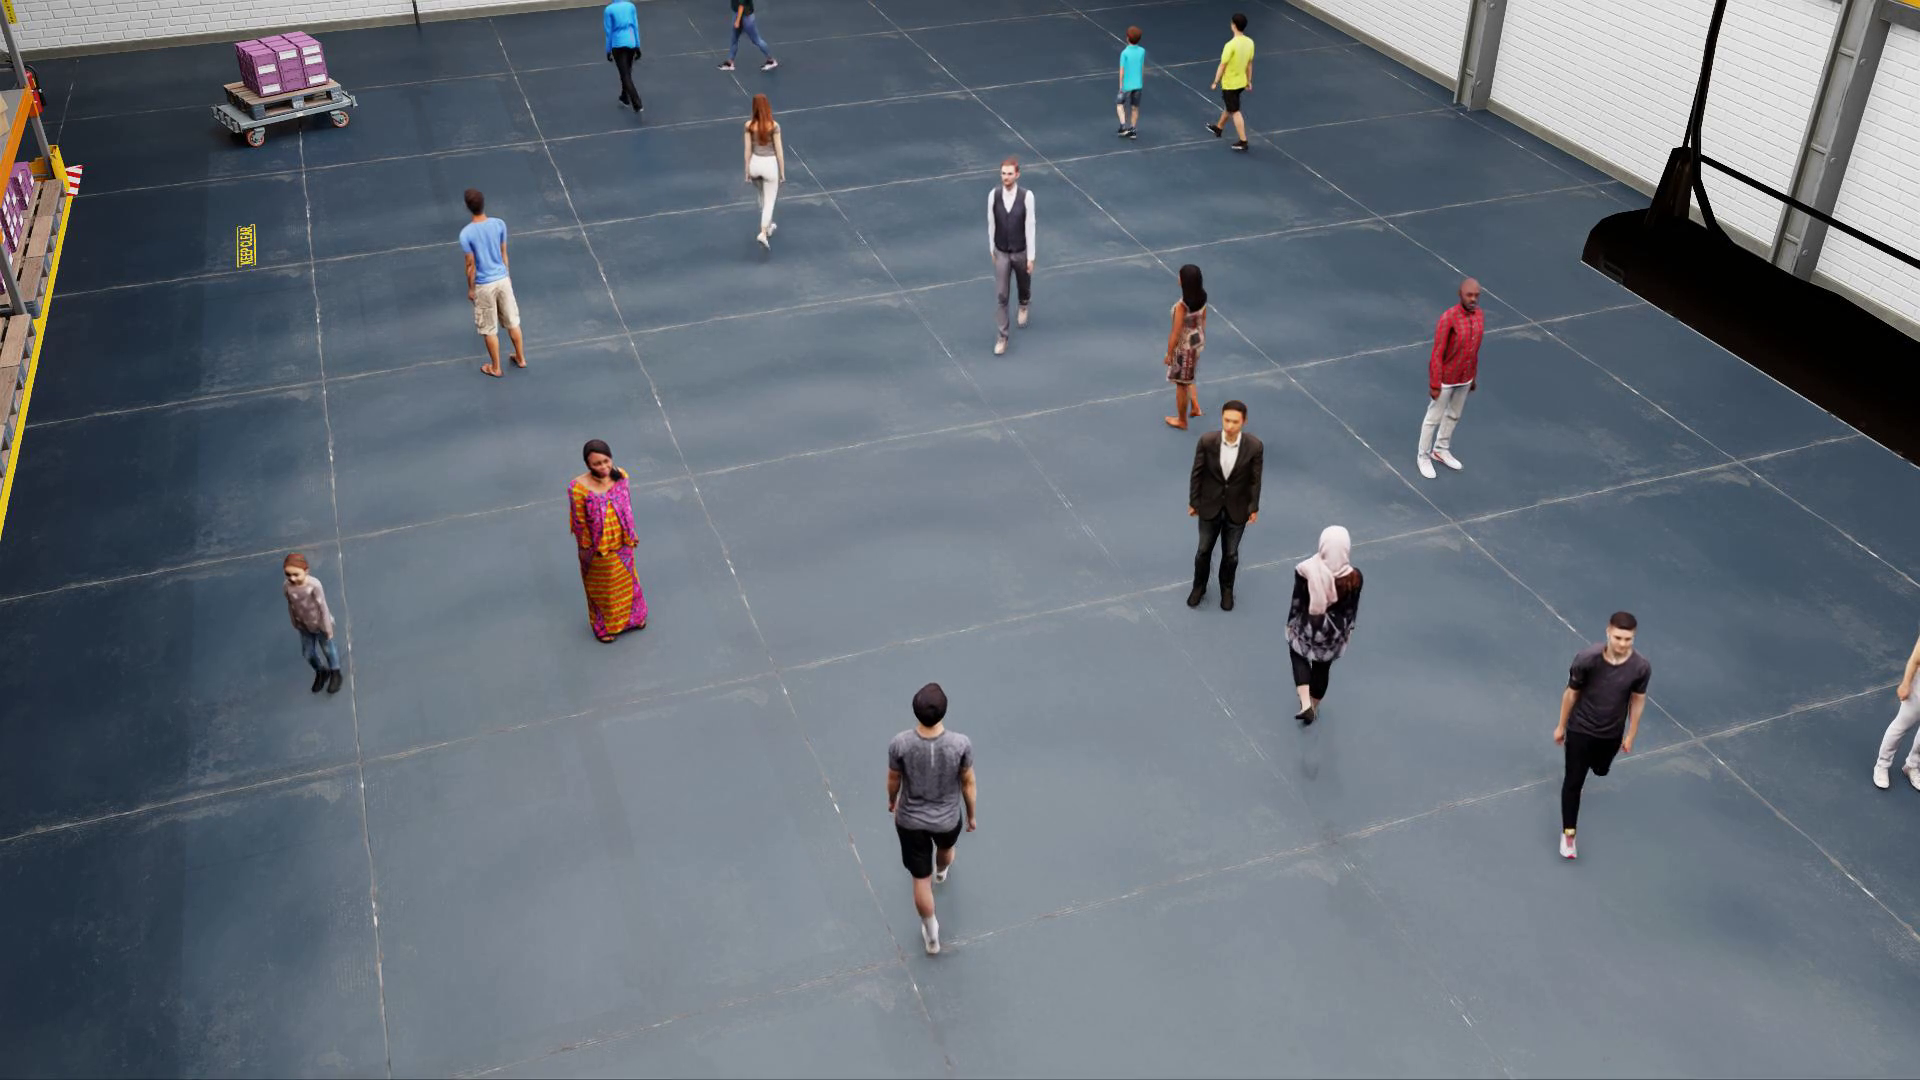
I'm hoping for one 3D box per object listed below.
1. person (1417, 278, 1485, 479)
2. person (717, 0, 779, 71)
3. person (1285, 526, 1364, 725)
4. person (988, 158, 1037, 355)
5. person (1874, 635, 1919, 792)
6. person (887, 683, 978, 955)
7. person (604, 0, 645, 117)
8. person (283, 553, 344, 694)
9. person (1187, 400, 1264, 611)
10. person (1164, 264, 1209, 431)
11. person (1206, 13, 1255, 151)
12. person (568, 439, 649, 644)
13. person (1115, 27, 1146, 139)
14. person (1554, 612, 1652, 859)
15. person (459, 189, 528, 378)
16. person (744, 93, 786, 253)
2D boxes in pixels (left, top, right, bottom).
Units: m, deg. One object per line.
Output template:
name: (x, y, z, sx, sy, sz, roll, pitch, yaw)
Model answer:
person: (4.284, -1.448, 14.502, 0.681, 1.817, 0.611, -15, 36, -21)
person: (-2.992, -7.470, 23.781, 0.728, 1.575, 1.058, -7, 34, -10)
person: (2.503, 0.655, 11.512, 0.770, 1.626, 0.835, 1, 34, 2)
person: (0.556, -2.899, 16.603, 1.079, 1.908, 1.265, 7, 34, 11)
person: (6.486, 0.945, 11.035, 0.684, 1.671, 0.684, 4, 34, 6)
person: (-0.176, 1.685, 9.766, 0.875, 1.843, 1.150, -2, 34, -3)
person: (-4.459, -6.543, 22.217, 0.832, 1.763, 1.212, -22, 39, -29)
person: (-4.658, 0.563, 12.048, 0.543, 1.185, 0.553, 2, 34, 3)
person: (2.027, -0.281, 12.760, 0.757, 1.803, 0.746, 7, 34, 10)
person: (2.123, -1.718, 15.070, 0.861, 1.638, 0.806, 25, 41, 32)
person: (3.547, -5.797, 21.184, 0.885, 1.664, 1.181, -25, 41, -33)
person: (-2.641, -0.028, 12.485, 0.732, 1.686, 0.755, -24, 40, -31)
person: (2.252, -5.905, 21.551, 0.514, 1.437, 0.492, -11, 35, -17)
person: (4.073, 1.152, 10.660, 0.992, 1.740, 1.187, 6, 34, 9)
person: (-4.510, -2.479, 16.011, 0.733, 1.864, 0.709, -27, 42, -35)
person: (-2.208, -4.069, 18.567, 0.970, 1.684, 1.220, 5, 34, 8)
